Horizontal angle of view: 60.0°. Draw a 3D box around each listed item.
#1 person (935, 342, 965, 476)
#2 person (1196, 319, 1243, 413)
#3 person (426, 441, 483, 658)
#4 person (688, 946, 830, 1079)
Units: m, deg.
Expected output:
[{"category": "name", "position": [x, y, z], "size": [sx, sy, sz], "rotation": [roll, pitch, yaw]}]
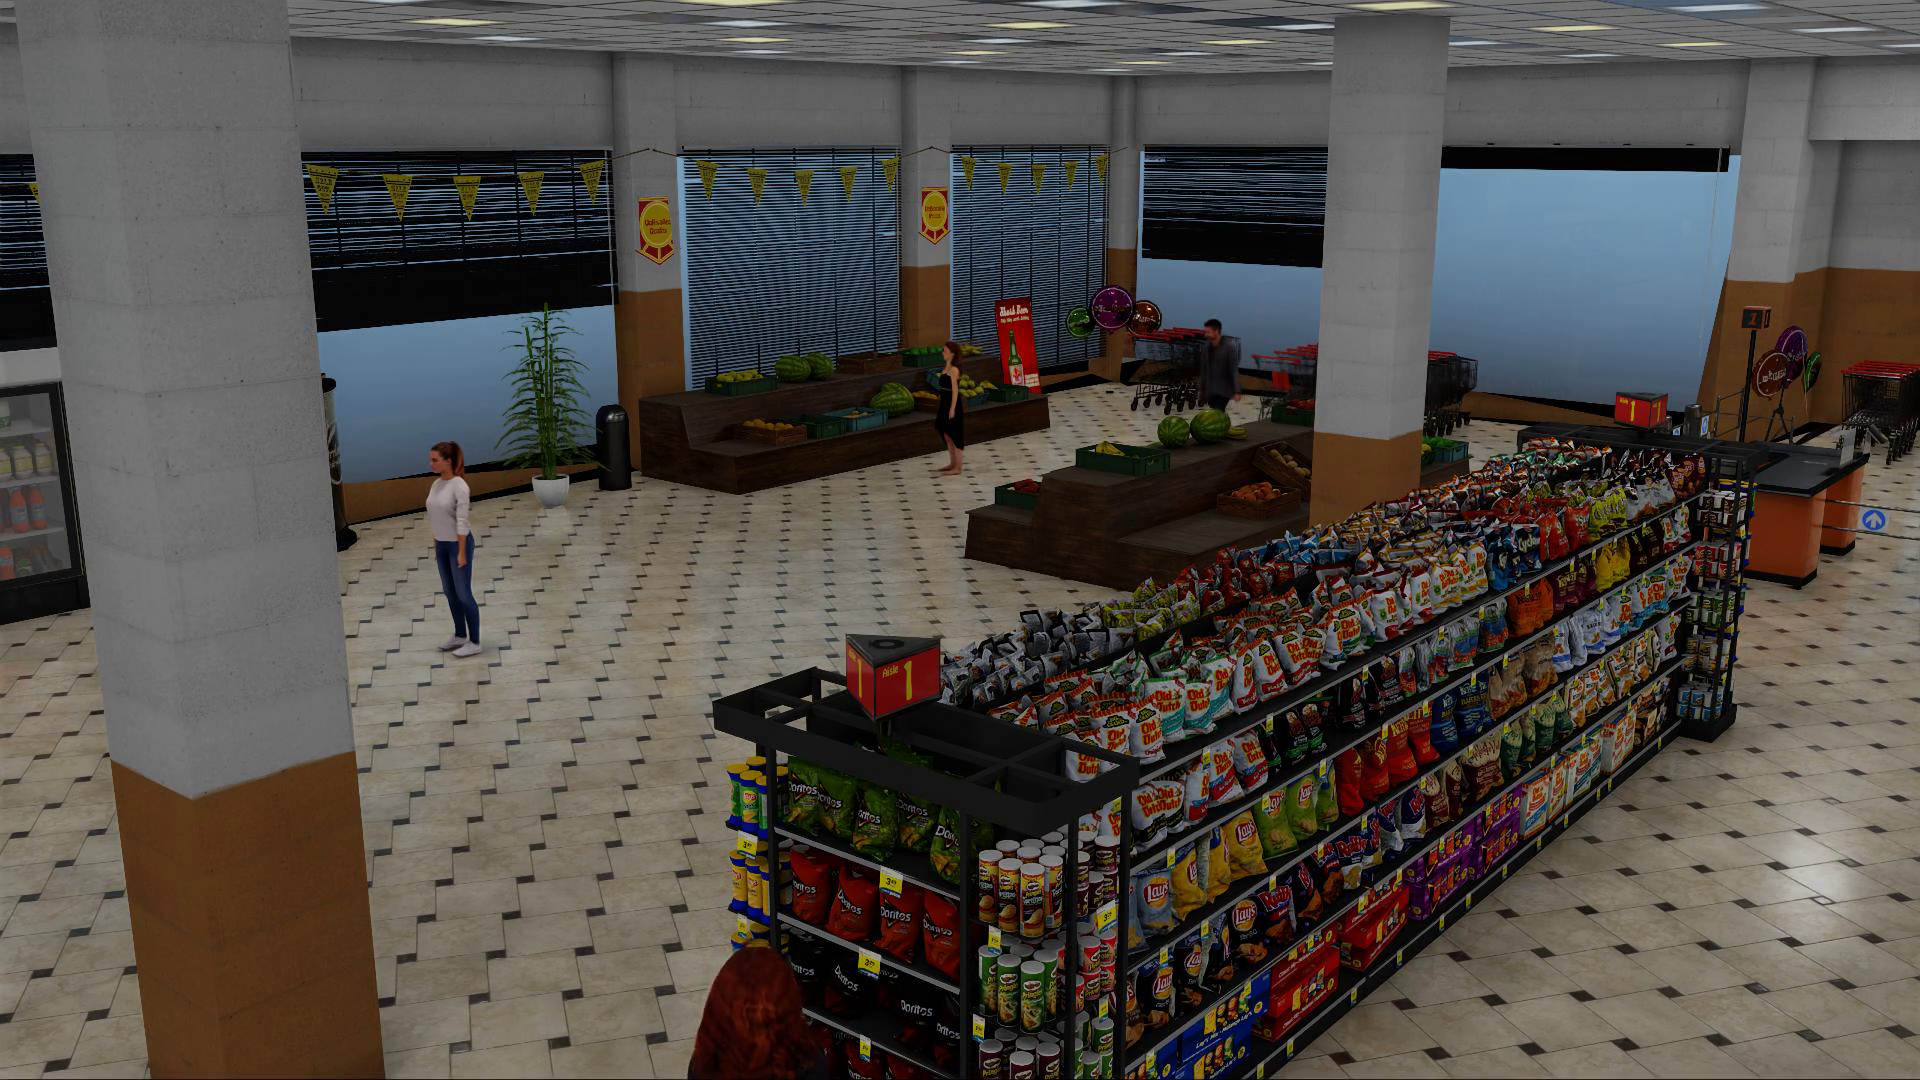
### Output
[{"category": "person", "position": [-0.096, -1.615, 20.336], "size": [0.727, 1.624, 0.683], "rotation": [-3, 14, -13]}, {"category": "person", "position": [3.299, -1.823, 20.814], "size": [1.295, 1.803, 0.965], "rotation": [-9, 16, -32]}, {"category": "person", "position": [-4.005, 0.065, 13.202], "size": [0.589, 1.721, 0.502], "rotation": [11, 18, 39]}, {"category": "person", "position": [-0.584, 2.028, 4.974], "size": [0.663, 1.786, 0.728], "rotation": [-2, 14, -7]}]
